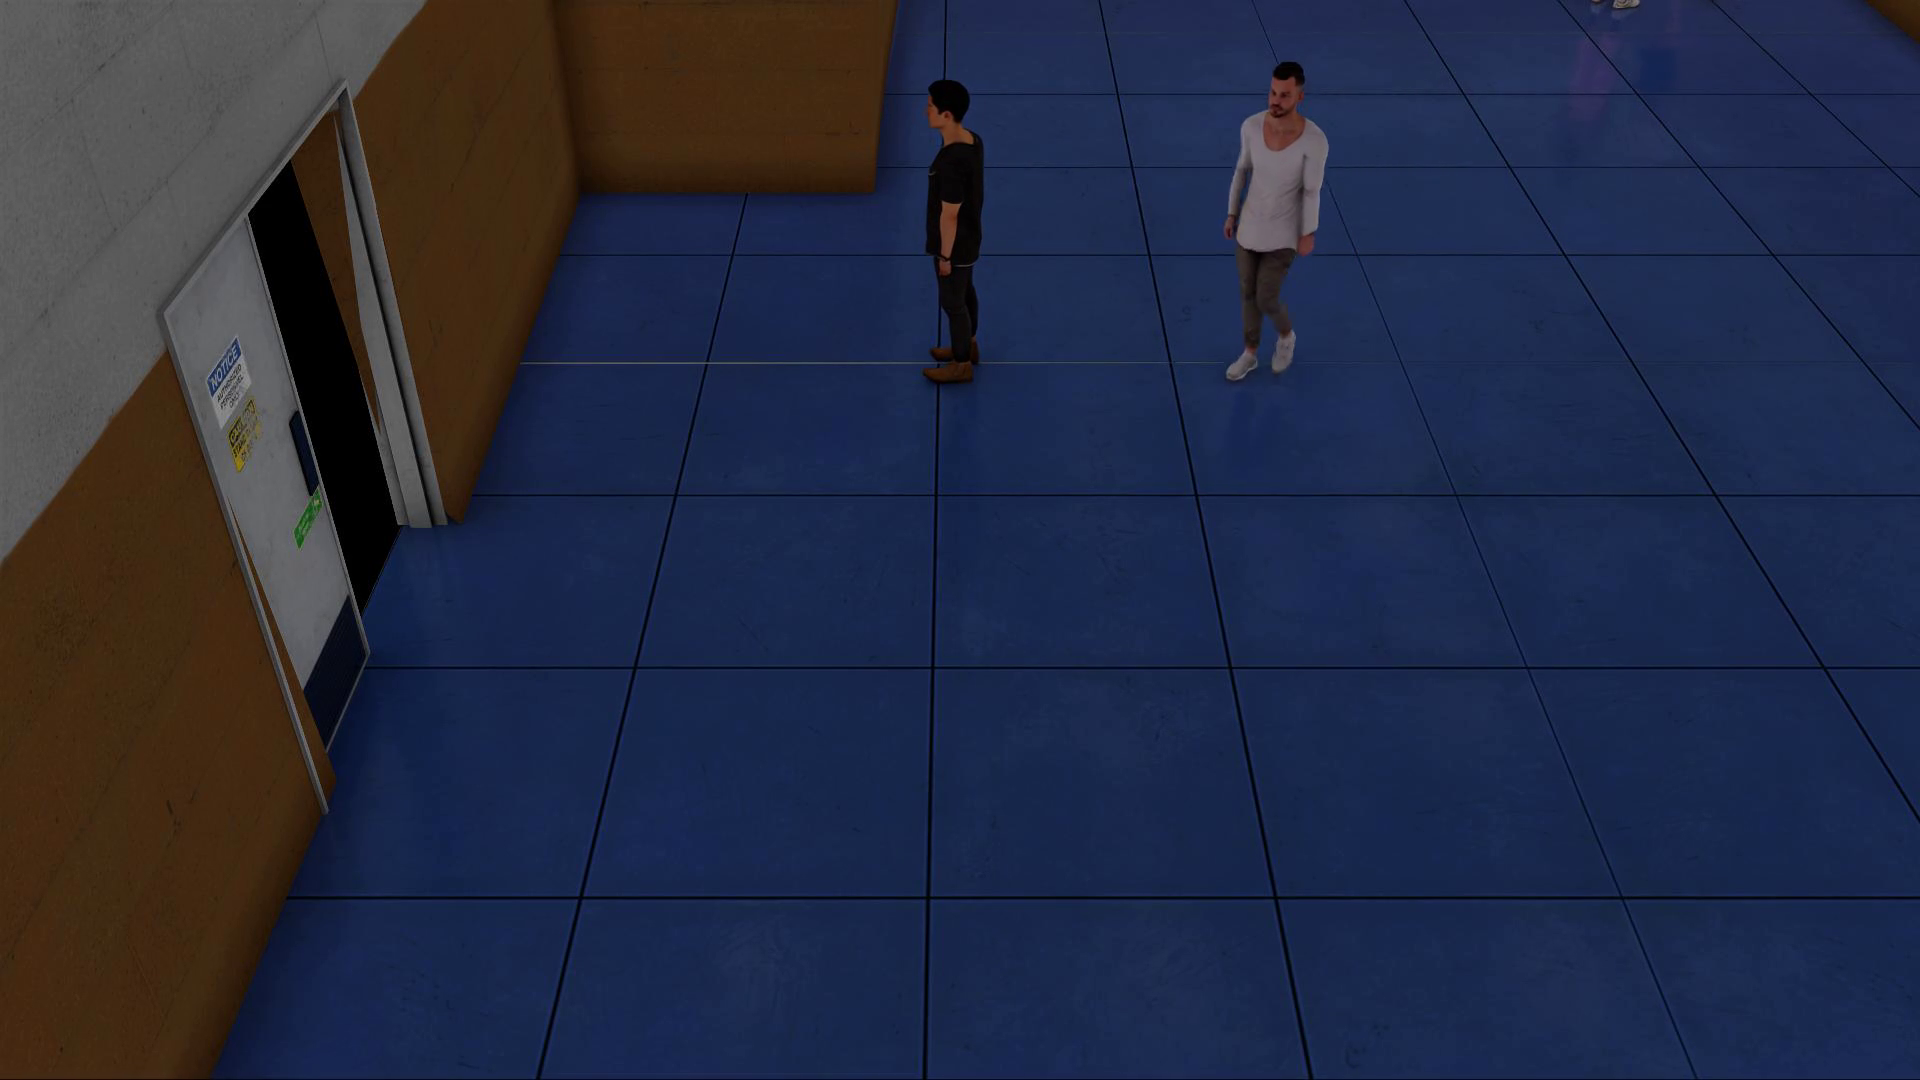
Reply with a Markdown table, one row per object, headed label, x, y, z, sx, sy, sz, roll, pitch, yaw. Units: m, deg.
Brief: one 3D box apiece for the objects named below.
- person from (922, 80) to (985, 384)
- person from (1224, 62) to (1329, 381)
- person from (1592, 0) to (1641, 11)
| label | x | y | z | sx | sy | sz | roll | pitch | yaw |
| --- | --- | --- | --- | --- | --- | --- | --- | --- | --- |
| person | -0.012 | -1.663 | 9.001 | 0.616 | 1.711 | 0.652 | 8 | 38 | 11 |
| person | 1.711 | -1.724 | 8.984 | 0.813 | 1.829 | 0.876 | 28 | 45 | 32 |
| person | 5.628 | -5.344 | 13.885 | 0.694 | 1.736 | 0.655 | -24 | 43 | -29 |
